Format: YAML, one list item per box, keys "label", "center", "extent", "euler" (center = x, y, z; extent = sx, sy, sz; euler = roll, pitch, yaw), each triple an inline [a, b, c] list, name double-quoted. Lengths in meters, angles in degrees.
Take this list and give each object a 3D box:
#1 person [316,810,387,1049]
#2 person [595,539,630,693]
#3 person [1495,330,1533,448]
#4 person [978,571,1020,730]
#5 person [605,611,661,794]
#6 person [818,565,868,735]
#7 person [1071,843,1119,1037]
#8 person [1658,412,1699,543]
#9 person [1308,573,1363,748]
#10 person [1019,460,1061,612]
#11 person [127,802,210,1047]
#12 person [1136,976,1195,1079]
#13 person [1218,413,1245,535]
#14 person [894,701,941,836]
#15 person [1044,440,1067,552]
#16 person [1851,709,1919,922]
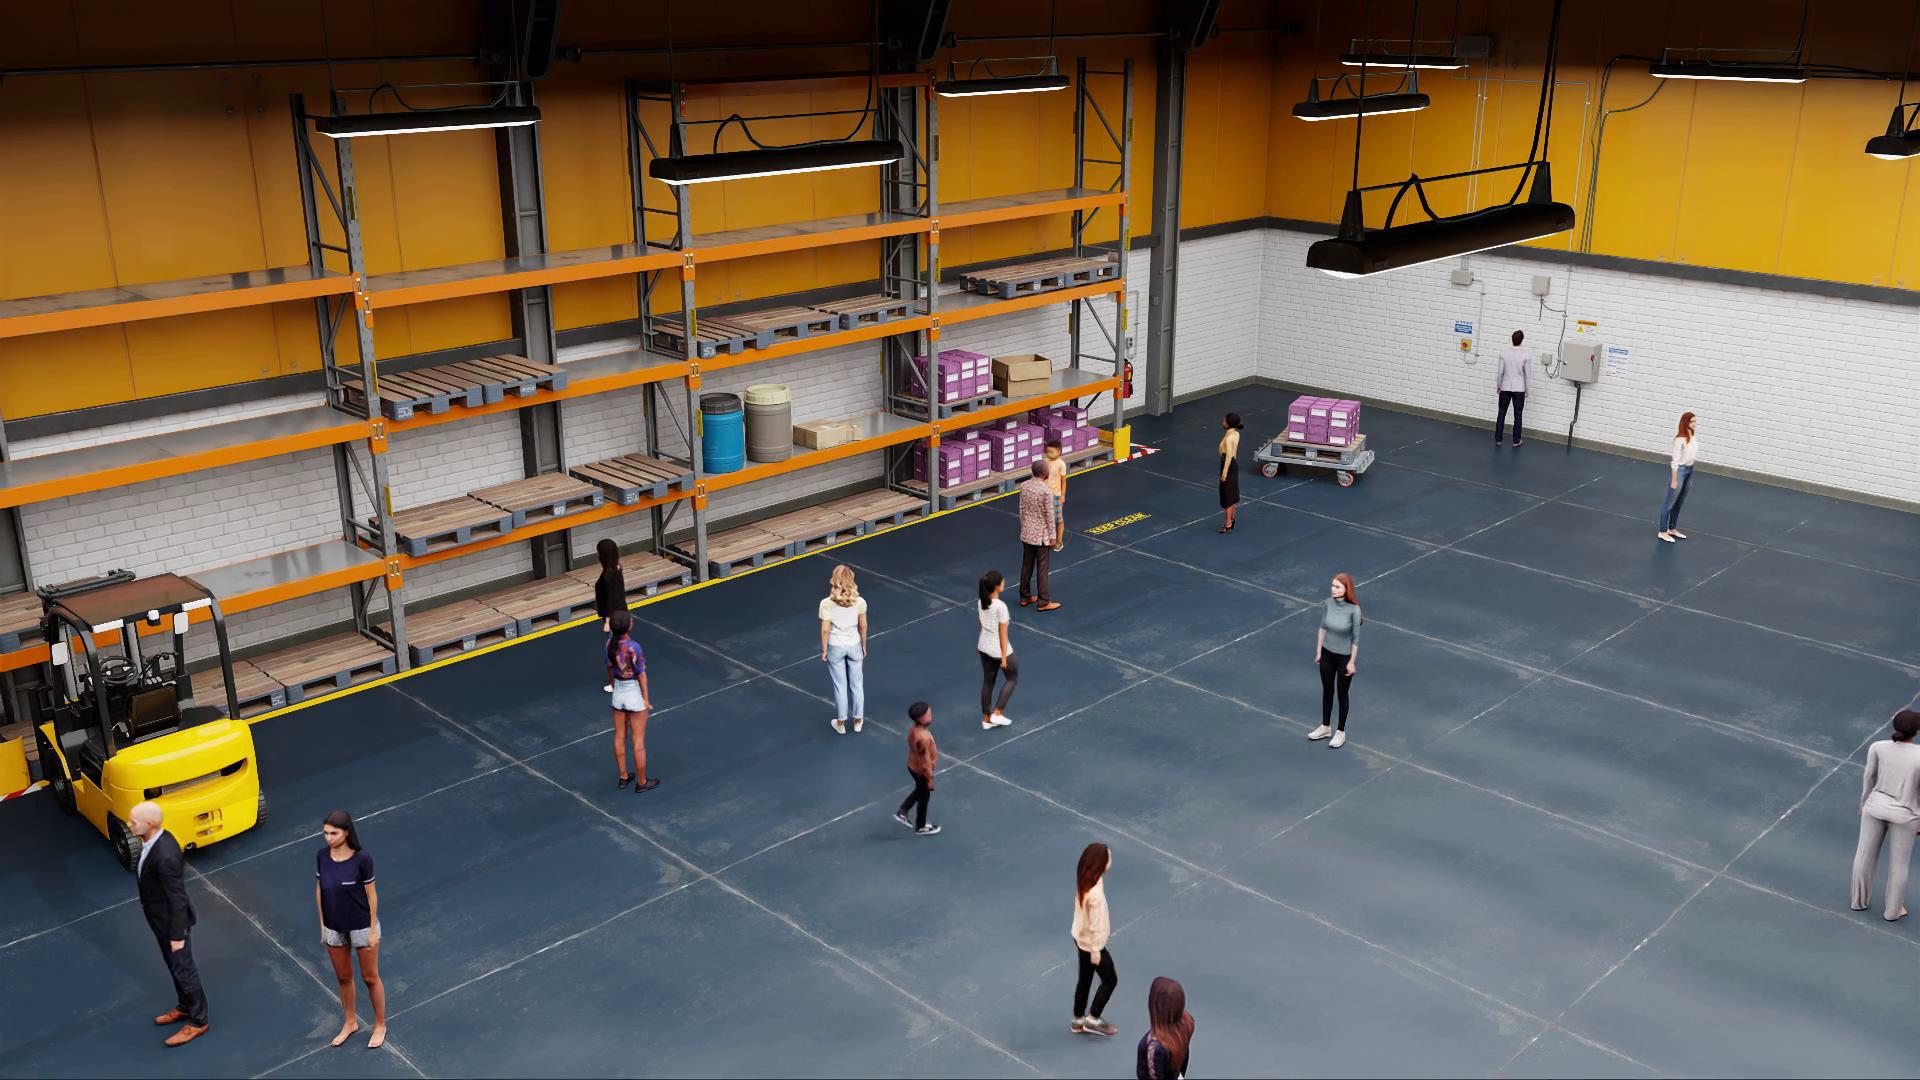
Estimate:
- label: "person"
  center: [-4.206, 2.671, 11.493]
  extent: [0.653, 1.767, 0.694]
  euler: [2, 19, 6]
- label: "person"
  center: [-3.599, 0.770, 17.327]
  extent: [0.714, 1.645, 0.638]
  euler: [1, 19, 4]
- label: "person"
  center: [8.801, -2.422, 26.481]
  extent: [0.742, 1.853, 0.690]
  euler: [9, 21, 26]
- label: "person"
  center: [0.283, 1.112, 16.332]
  extent: [0.591, 1.632, 0.610]
  euler: [-15, 24, -38]
- label: "person"
  center: [-3.026, 1.453, 15.151]
  extent: [0.636, 1.741, 0.596]
  euler: [11, 21, 29]
- label: "person"
  center: [-1.131, 1.072, 16.313]
  extent: [0.647, 1.722, 0.764]
  euler: [-5, 19, -14]
- label: "person"
  center: [0.858, 2.796, 11.584]
  extent: [0.712, 1.472, 0.679]
  euler: [-3, 19, -9]
- label: "person"
  center: [9.540, -0.854, 22.022]
  extent: [0.493, 1.728, 0.673]
  euler: [-13, 22, -33]
- label: "person"
  center: [3.645, 1.146, 16.058]
  extent: [0.539, 1.743, 0.590]
  euler: [-16, 24, -39]
- label: "person"
  center: [0.906, -0.071, 19.572]
  extent: [0.575, 1.807, 0.691]
  euler: [-16, 25, -40]
- label: "person"
  center: [-5.500, 2.628, 11.571]
  extent: [0.606, 1.798, 0.717]
  euler: [-14, 23, -35]
- label: "person"
  center: [1.183, 3.299, 9.876]
  extent: [0.697, 1.608, 0.523]
  euler: [12, 22, 33]
- label: "person"
  center: [3.600, -0.902, 22.279]
  extent: [0.714, 1.653, 0.592]
  euler: [8, 20, 22]
- label: "person"
  center: [-0.400, 1.984, 14.346]
  extent: [0.742, 1.248, 0.672]
  euler: [-5, 19, -13]
- label: "person"
  center: [1.208, -0.599, 21.680]
  extent: [0.564, 1.461, 0.550]
  euler: [11, 22, 30]
- label: "person"
  center: [7.333, 2.149, 13.092]
  extent: [0.631, 1.736, 0.533]
  euler: [17, 25, 41]
